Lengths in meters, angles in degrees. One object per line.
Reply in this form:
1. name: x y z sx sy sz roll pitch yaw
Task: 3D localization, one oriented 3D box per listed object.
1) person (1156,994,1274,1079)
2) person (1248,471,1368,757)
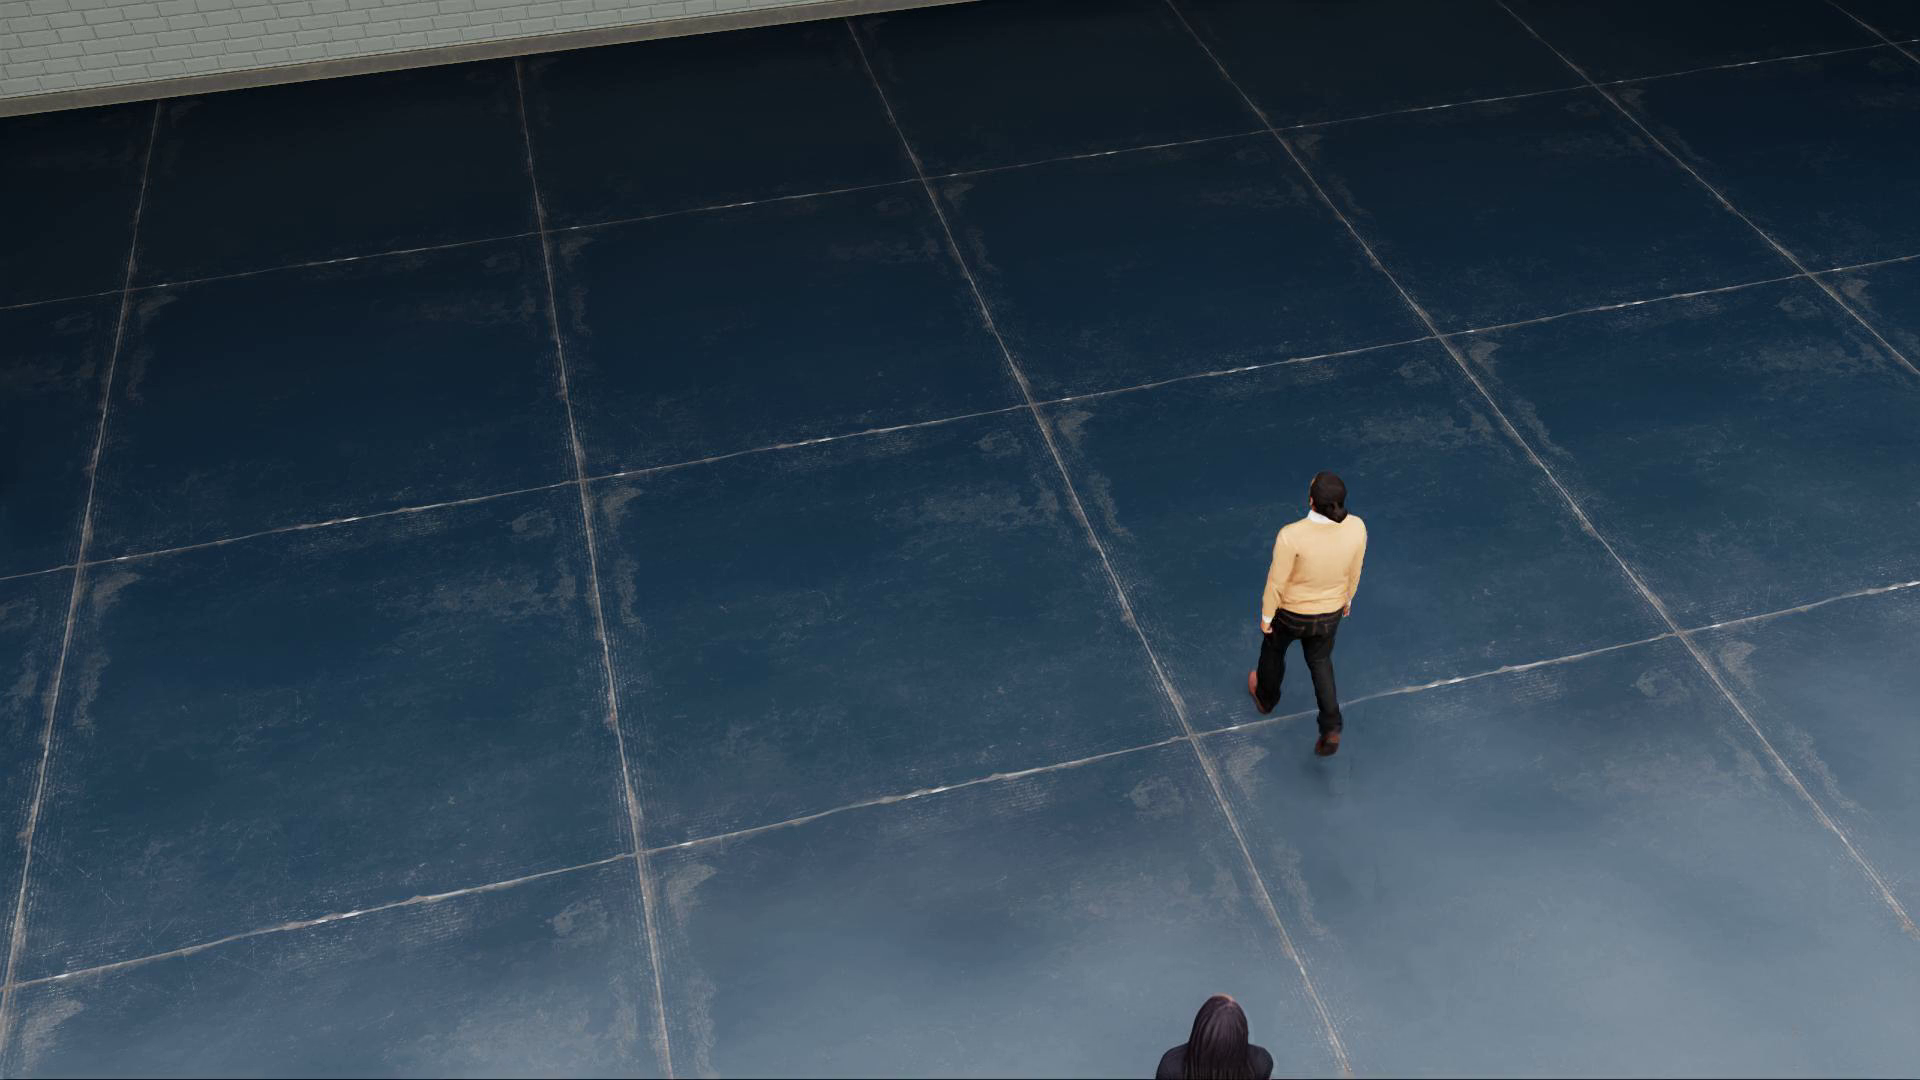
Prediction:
1. person: 0.943 2.300 6.458 0.644 1.727 0.636 -5 43 -5
2. person: 1.796 0.407 8.482 0.677 1.732 1.013 -9 44 -10
